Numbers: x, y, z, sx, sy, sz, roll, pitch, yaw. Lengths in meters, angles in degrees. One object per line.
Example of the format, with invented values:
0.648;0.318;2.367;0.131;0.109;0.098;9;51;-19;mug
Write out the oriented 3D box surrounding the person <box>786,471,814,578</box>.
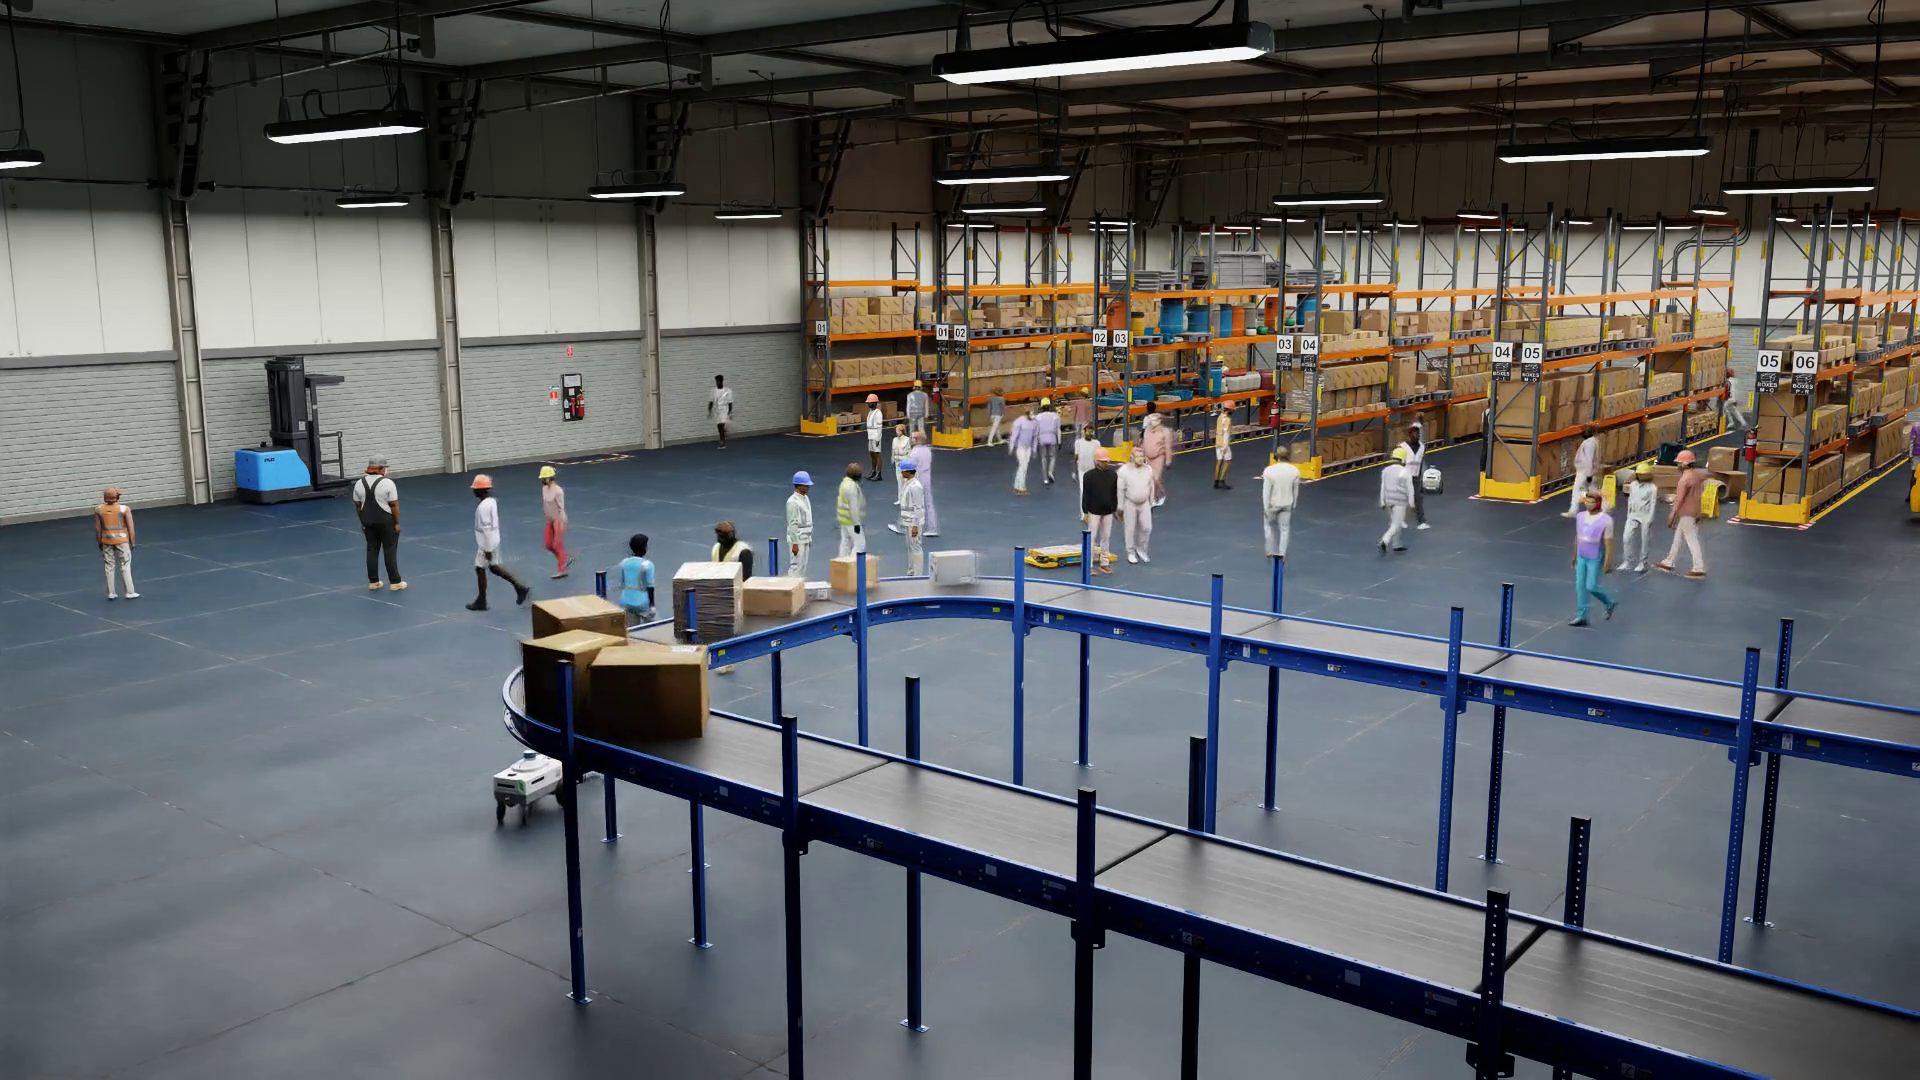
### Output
-2.240;-0.007;22.019;0.404;1.945;0.616;2;10;12;person

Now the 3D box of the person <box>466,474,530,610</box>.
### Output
-6.522;0.027;21.922;0.814;1.920;0.544;0;10;-2;person

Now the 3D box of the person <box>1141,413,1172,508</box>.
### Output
3.844;-1.575;30.997;0.443;1.889;0.656;-9;13;-41;person

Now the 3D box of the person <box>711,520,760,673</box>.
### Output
-2.696;0.657;18.647;0.638;1.819;0.601;8;13;38;person

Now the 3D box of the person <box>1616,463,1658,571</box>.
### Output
10.620;-0.345;24.531;0.685;1.716;0.513;-7;12;-34;person

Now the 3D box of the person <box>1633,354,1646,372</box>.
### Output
21.580;-4.960;49.651;0.606;2.038;0.382;-2;10;-10;person

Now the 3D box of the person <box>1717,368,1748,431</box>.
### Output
22.324;-4.066;45.256;1.010;1.838;0.602;5;11;25;person

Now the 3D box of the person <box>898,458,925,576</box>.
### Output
-0.728;-0.269;23.511;0.402;1.943;0.605;-2;10;-14;person

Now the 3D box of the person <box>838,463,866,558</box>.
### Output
-1.643;-0.271;23.879;0.433;1.816;0.714;-2;10;-13;person

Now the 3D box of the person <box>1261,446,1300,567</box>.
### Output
5.130;-0.565;25.260;0.647;1.906;0.819;-2;10;-9;person

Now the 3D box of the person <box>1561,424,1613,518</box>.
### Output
11.993;-1.314;29.768;0.827;1.815;0.625;5;11;28;person

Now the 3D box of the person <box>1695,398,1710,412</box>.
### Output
21.641;-4.156;45.490;0.643;1.910;0.400;-8;13;-38;person

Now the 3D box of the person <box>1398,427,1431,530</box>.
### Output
8.251;-1.114;28.442;0.592;1.877;0.937;-3;11;-18;person

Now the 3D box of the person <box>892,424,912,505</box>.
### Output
-1.148;-1.502;31.328;0.514;1.635;0.315;9;13;41;person

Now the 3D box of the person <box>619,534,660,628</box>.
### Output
-3.783;0.760;18.452;0.541;1.681;0.375;6;11;29;person

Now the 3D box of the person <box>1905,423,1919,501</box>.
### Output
19.563;-1.732;31.759;0.548;1.938;0.358;8;13;37;person

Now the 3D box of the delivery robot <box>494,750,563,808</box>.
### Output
-3.810;2.107;13.886;0.477;0.478;0.707;4;11;21;delivery robot

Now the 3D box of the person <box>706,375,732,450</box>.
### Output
-6.295;-3.326;40.740;0.628;1.936;0.829;5;11;25;person

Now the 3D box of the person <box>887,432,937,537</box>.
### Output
-0.809;-0.992;27.826;0.990;1.857;0.646;7;12;34;person

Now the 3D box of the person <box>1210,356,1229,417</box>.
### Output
8.183;-4.849;49.331;0.584;1.928;0.367;7;12;36;person

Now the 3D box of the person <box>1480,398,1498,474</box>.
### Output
11.943;-2.298;35.220;0.346;1.843;0.506;-4;11;-21;person

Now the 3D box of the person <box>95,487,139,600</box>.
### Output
-12.184;0.048;22.588;0.523;1.636;0.311;-1;10;-5;person

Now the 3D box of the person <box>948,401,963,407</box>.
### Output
-0.138;-3.744;43.292;0.515;1.866;0.323;7;12;36;person

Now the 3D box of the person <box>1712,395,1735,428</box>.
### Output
22.444;-4.215;46.076;0.524;1.818;0.947;-6;12;-32;person

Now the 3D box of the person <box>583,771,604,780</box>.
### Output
-3.508;1.467;14.674;0.536;1.621;0.414;2;10;11;person

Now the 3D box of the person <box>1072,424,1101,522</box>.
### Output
2.406;-1.255;29.384;0.547;1.823;0.934;-1;10;-6;person

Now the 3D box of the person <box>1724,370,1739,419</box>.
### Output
23.308;-4.363;47.422;0.507;1.632;0.265;3;11;17;person

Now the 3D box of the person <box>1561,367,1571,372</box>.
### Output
19.434;-4.978;50.076;0.406;1.922;0.552;3;11;19;person

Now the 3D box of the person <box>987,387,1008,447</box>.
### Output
0.970;-3.271;41.453;0.497;1.573;0.920;8;13;39;person

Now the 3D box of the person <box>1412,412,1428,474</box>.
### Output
10.088;-2.032;34.410;0.886;1.585;0.532;1;10;4;person

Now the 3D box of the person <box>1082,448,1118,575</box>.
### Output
2.196;-0.454;24.406;0.622;1.992;0.396;-4;11;-22;person

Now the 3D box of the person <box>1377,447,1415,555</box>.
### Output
7.200;-0.634;25.959;0.760;1.806;0.597;-6;12;-30;person

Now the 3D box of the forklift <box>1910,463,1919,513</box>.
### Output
19.034;-1.348;28.998;2.313;2.155;1.214;8;13;37;forklift

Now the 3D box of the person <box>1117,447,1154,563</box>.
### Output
2.860;-0.552;25.239;0.679;1.888;0.565;-3;10;-15;person

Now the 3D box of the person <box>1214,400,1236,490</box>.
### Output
5.705;-2.059;33.665;0.398;1.923;0.601;-2;10;-13;person

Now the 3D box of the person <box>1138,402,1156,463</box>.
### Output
4.331;-2.340;35.944;0.853;1.648;0.549;10;14;43;person

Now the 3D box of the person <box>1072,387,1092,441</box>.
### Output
3.087;-2.949;39.153;0.544;1.745;0.581;6;12;32;person

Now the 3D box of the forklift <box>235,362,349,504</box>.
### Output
-13.803;-2.244;32.110;1.129;2.768;1.873;8;13;37;forklift

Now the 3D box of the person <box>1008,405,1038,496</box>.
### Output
1.389;-1.858;32.625;0.699;1.884;0.791;-10;14;-43;person

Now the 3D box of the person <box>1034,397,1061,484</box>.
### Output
1.920;-2.176;34.344;0.610;1.902;0.423;1;10;4;person

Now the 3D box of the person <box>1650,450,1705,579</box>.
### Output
11.155;-0.405;24.204;0.937;1.959;0.654;9;13;41;person

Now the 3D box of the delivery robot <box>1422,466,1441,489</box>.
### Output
10.040;-1.337;33.282;0.477;0.478;0.707;3;11;18;delivery robot

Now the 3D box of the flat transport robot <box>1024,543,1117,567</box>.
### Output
1.784;0.243;25.456;1.431;0.197;0.652;-5;11;-26;flat transport robot

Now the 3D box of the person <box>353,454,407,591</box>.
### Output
-8.604;-0.258;23.296;0.672;2.000;0.536;2;10;13;person

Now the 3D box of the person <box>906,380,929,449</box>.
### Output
-1.100;-3.278;40.849;0.616;1.804;0.666;-4;11;-21;person

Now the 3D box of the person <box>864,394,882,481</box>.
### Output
-1.933;-2.295;34.923;0.360;1.939;0.543;-5;11;-27;person

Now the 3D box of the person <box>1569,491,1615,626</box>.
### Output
8.483;0.242;20.956;0.548;1.830;0.570;-4;11;-23;person

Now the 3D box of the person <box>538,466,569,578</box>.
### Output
-6.275;-0.285;24.149;0.562;1.747;0.412;9;13;41;person
